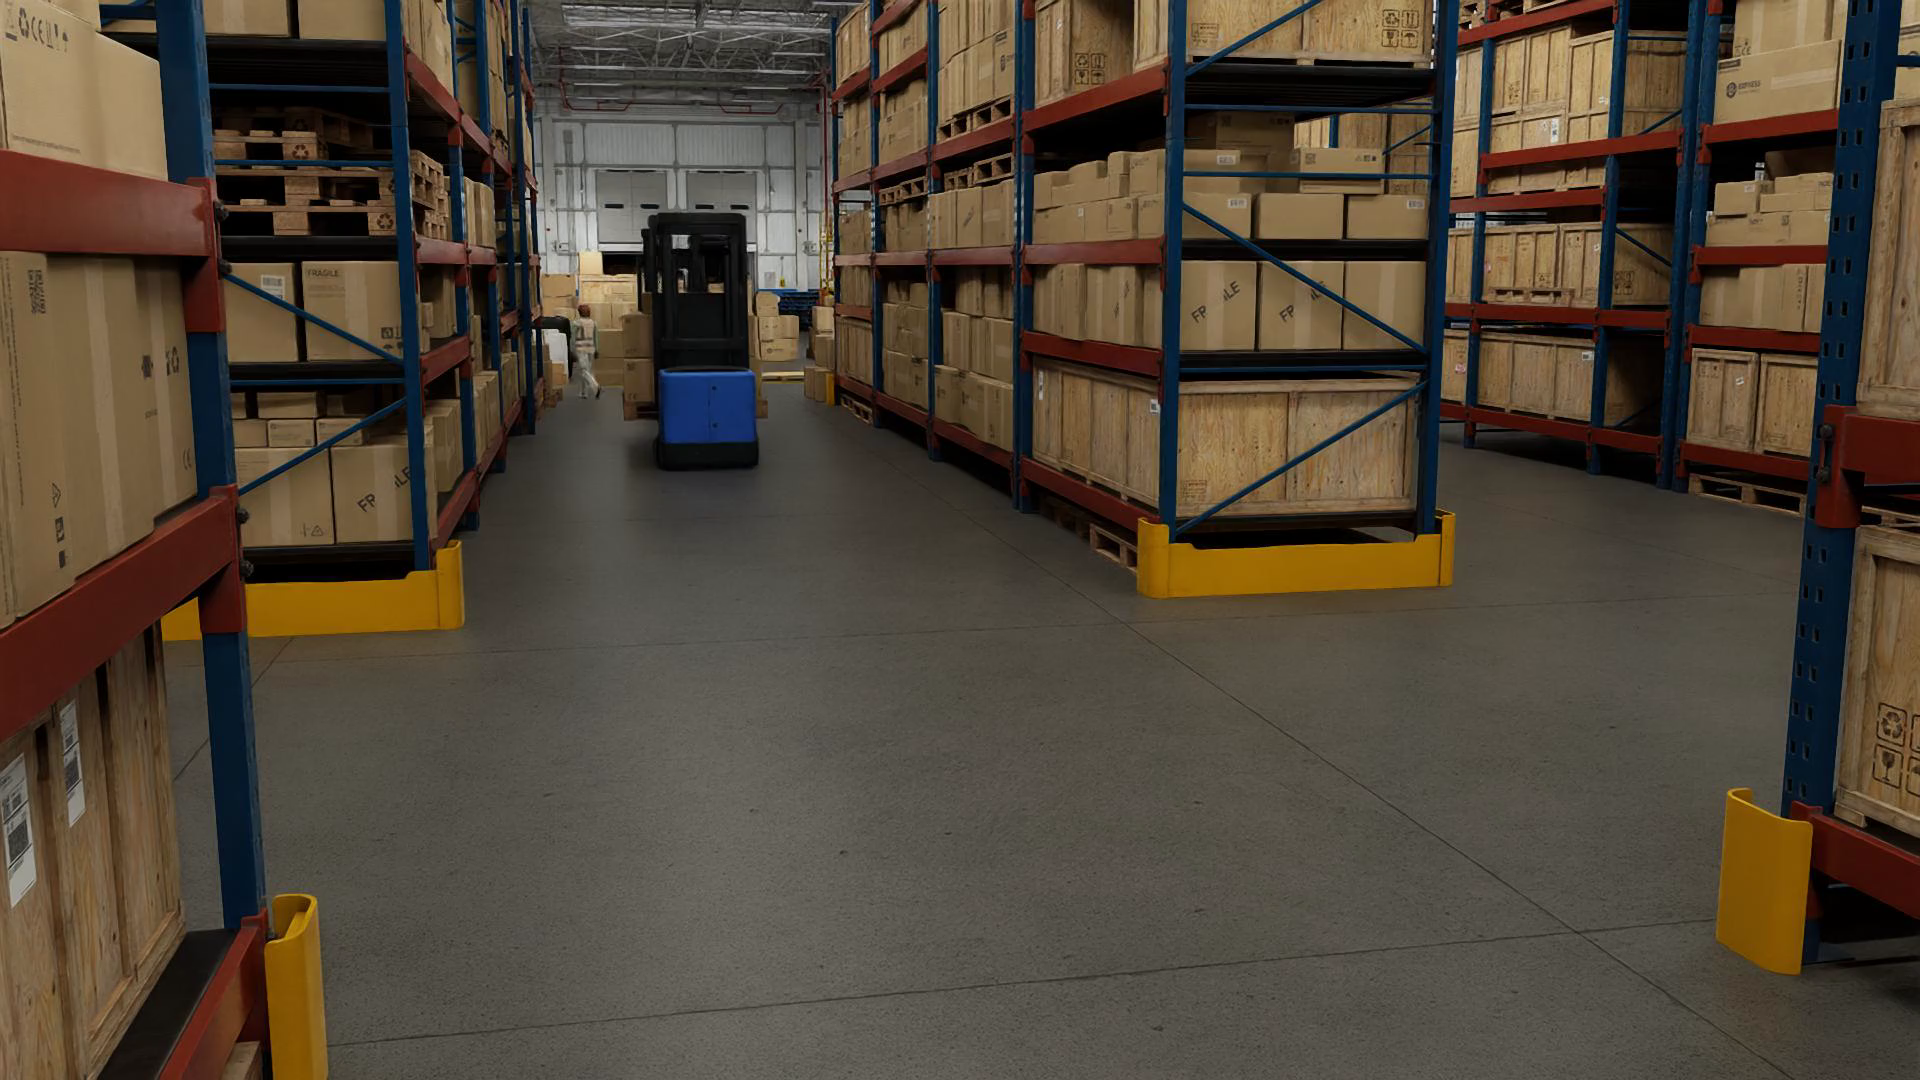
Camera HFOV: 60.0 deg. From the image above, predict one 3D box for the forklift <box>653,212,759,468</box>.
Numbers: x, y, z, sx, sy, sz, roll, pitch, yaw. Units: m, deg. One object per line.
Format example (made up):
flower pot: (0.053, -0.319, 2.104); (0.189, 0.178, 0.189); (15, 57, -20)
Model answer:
forklift: (-2.906, -2.289, 18.774); (1.129, 2.768, 1.873); (-2, 10, -12)

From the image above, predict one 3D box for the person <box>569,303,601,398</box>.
person: (-6.281, -3.171, 27.997); (0.678, 1.616, 0.519); (6, 11, 34)

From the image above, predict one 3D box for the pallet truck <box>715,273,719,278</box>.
pallet truck: (-8.580, -8.986, 62.280); (1.885, 1.965, 0.823); (1, 9, 5)

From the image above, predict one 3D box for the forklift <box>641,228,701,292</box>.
forklift: (-4.557, -3.546, 26.435); (1.129, 2.768, 1.873); (-2, 10, -12)

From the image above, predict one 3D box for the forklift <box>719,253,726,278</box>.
forklift: (-6.757, -6.590, 44.989); (1.129, 2.768, 1.873); (-2, 10, -12)

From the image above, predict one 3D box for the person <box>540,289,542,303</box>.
person: (-13.463, -7.427, 53.076); (0.867, 1.908, 0.552); (2, 10, 14)
